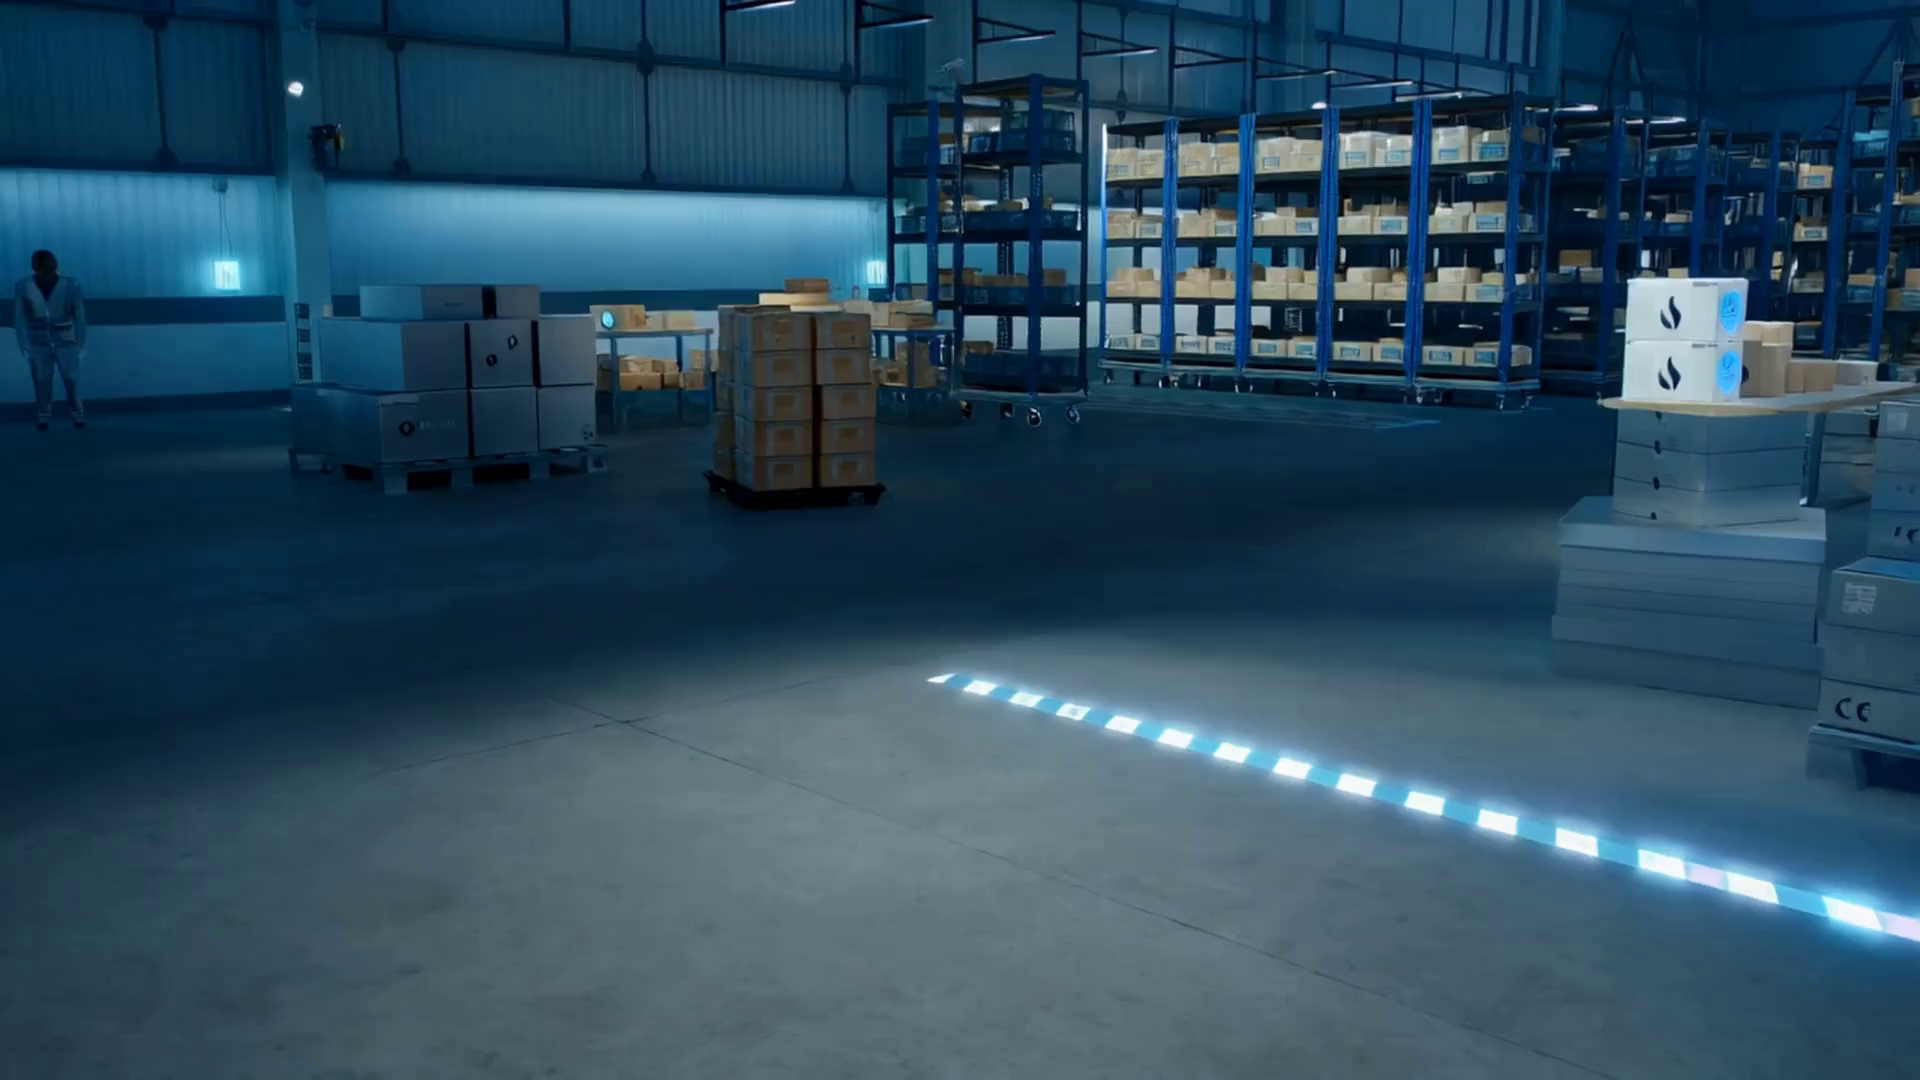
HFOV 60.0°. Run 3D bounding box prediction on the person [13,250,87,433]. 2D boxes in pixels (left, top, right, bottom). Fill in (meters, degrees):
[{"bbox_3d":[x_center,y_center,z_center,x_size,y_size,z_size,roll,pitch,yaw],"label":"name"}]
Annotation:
[{"bbox_3d":[-9.148,-1.988,16.748,0.644,1.832,0.431,-4,10,-24],"label":"person"}]
